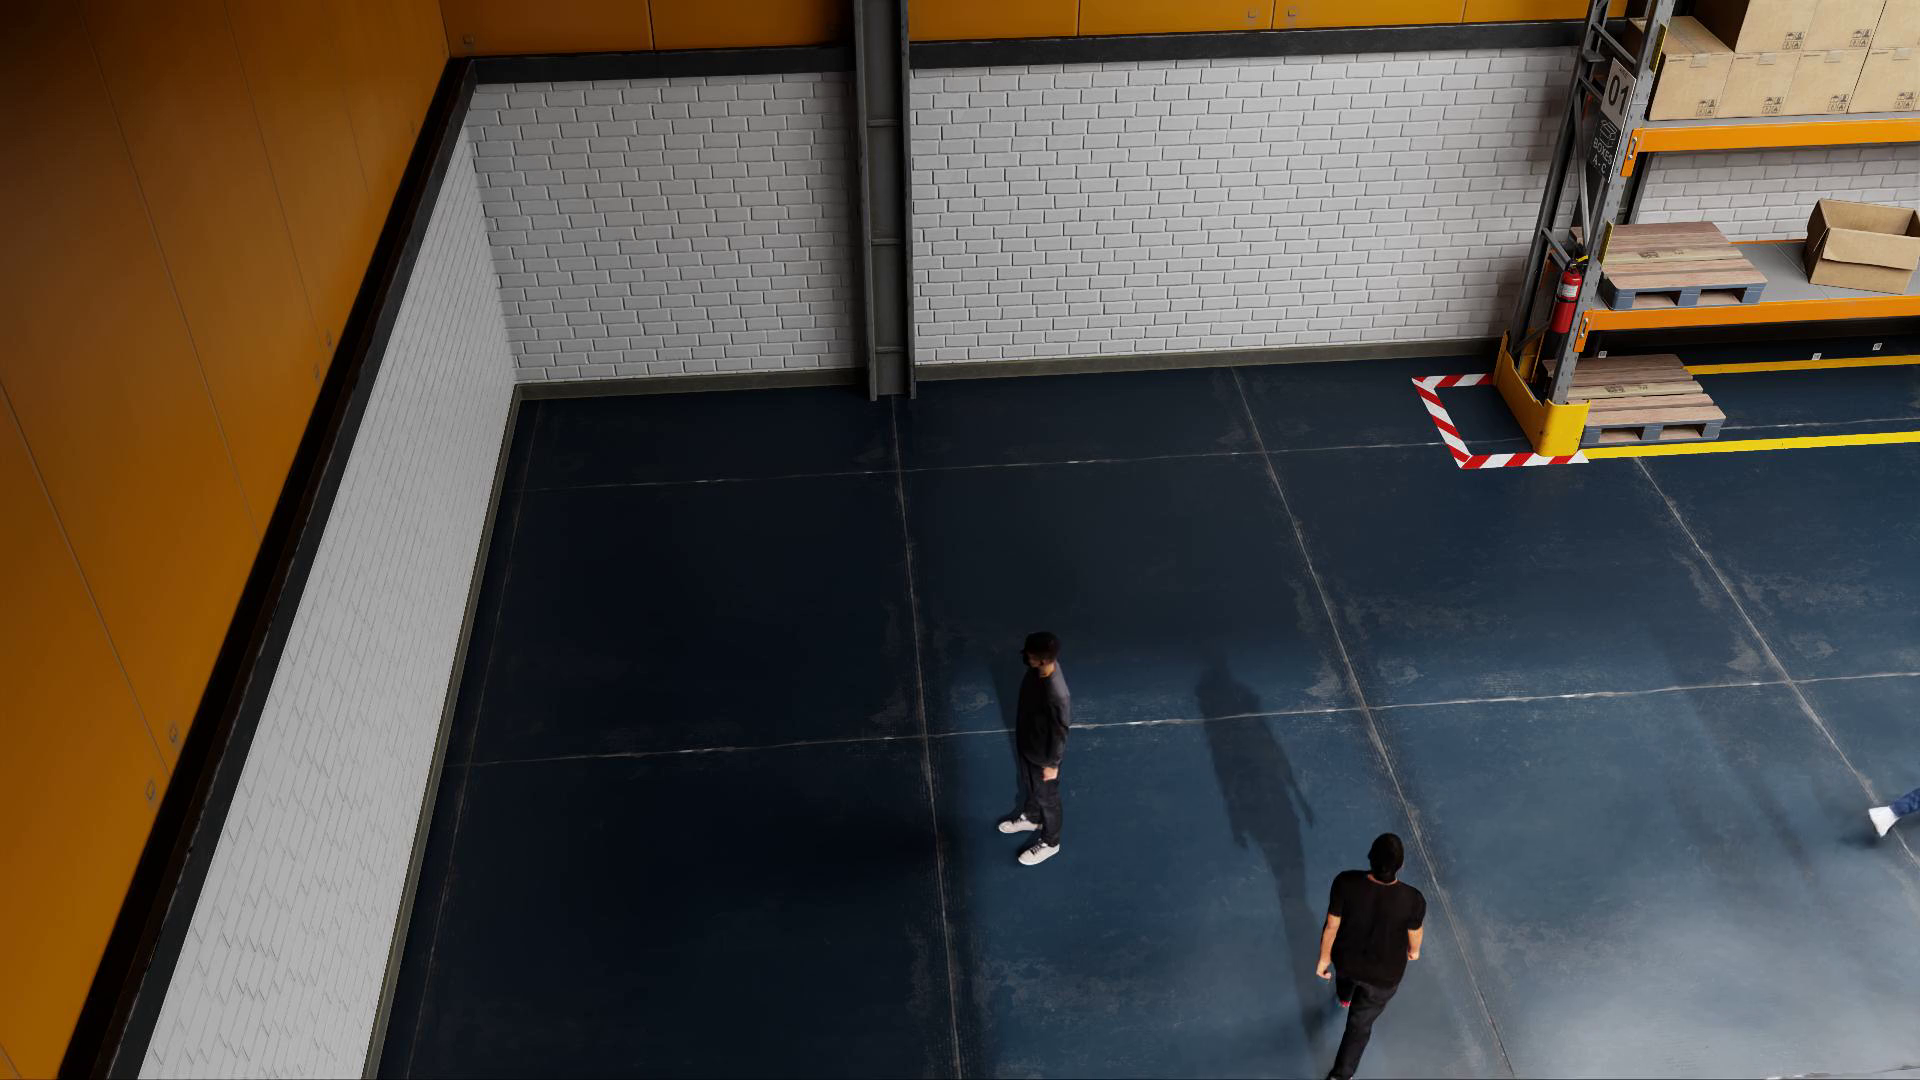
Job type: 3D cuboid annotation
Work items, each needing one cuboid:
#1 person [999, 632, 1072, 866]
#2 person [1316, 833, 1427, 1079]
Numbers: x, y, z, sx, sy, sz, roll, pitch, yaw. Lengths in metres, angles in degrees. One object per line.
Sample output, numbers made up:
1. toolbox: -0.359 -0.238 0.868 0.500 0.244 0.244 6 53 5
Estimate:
1. person: 0.481 1.194 9.814 0.627 1.761 0.669 -12 40 -15
2. person: 2.075 2.232 8.555 1.162 1.712 1.100 19 42 22
